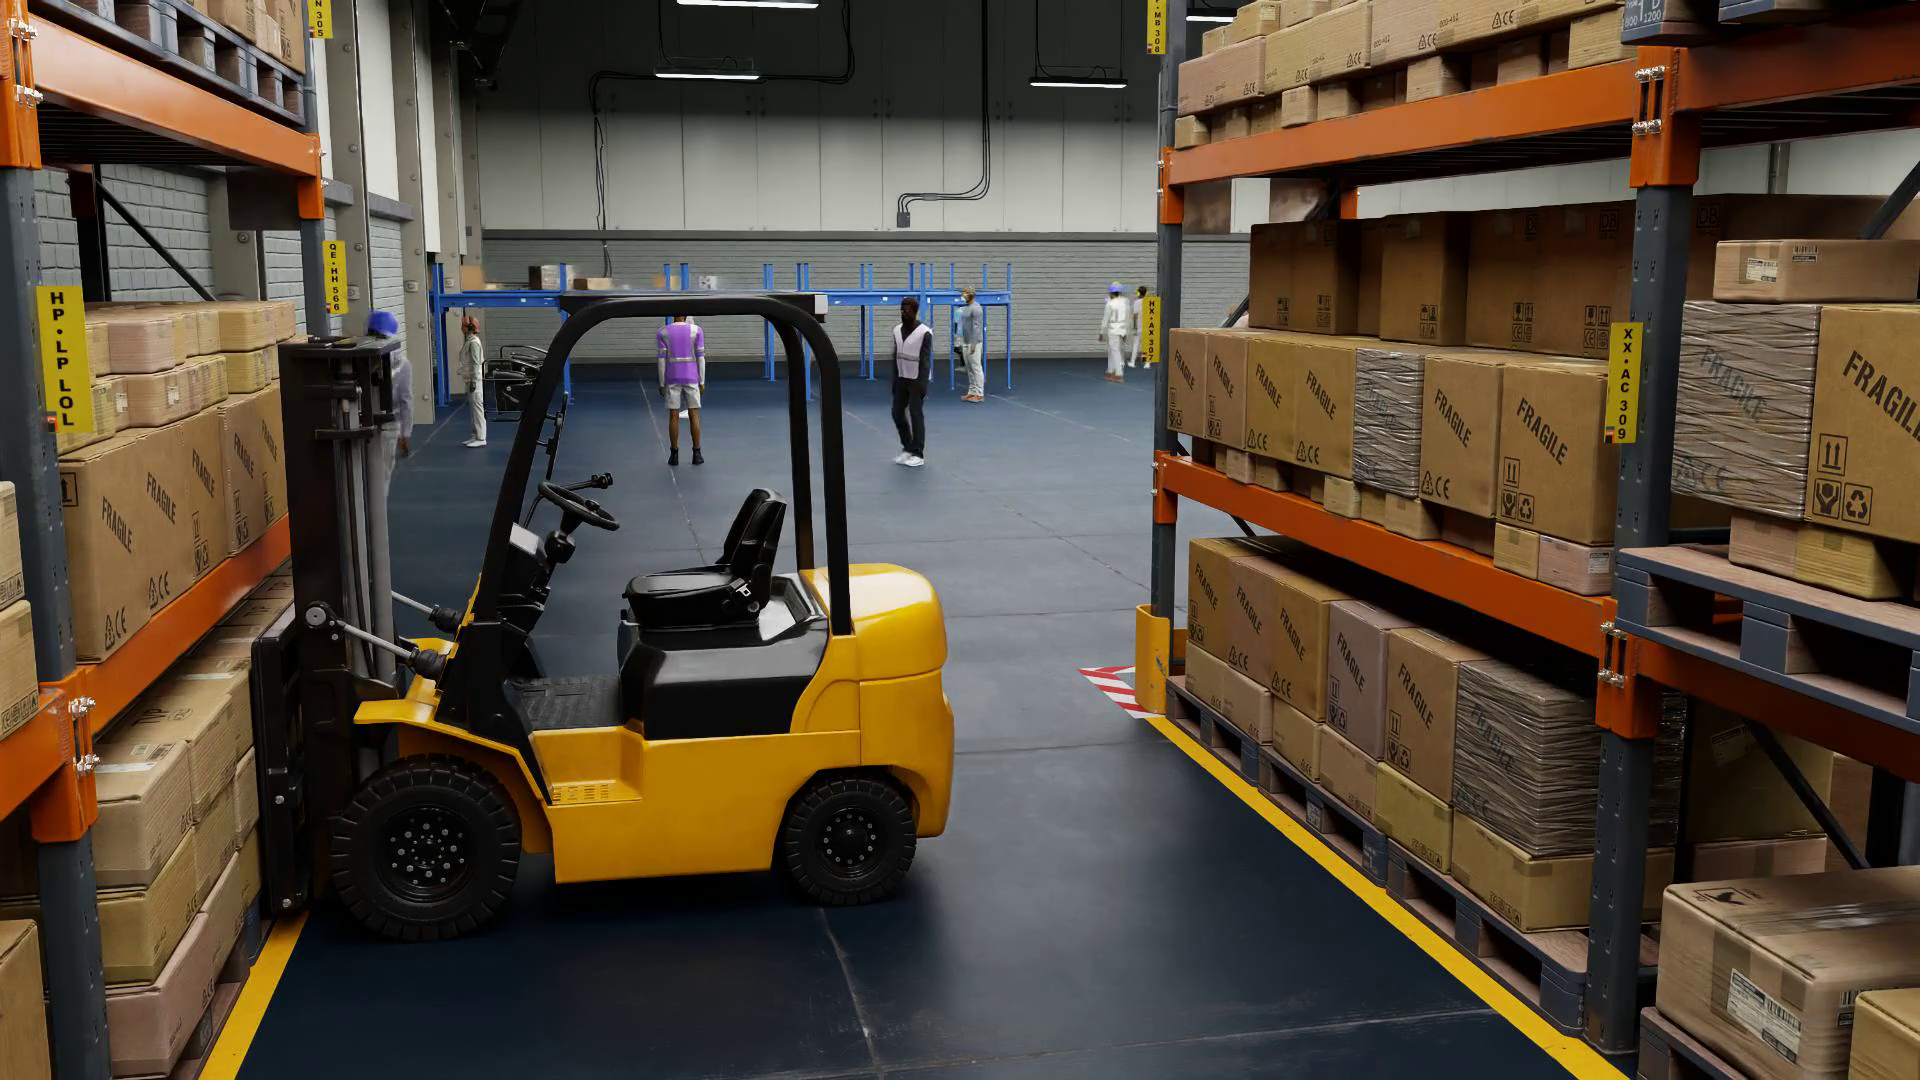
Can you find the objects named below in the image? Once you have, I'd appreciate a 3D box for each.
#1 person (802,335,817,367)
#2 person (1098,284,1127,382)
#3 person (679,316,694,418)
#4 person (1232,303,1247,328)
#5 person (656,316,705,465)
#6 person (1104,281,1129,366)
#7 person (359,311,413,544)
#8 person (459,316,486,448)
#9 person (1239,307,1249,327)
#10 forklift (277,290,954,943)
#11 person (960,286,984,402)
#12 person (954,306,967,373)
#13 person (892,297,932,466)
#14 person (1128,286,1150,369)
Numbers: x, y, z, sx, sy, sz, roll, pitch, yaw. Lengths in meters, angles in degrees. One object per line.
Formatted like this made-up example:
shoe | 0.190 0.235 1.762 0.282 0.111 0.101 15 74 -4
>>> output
person | -3.357 -4.643 37.125 0.567 1.622 0.521 4 10 25
person | 2.960 -4.096 32.890 0.793 1.921 0.610 7 12 37
person | -4.141 -2.775 25.023 0.323 1.864 0.515 -1 9 -7
person | 4.959 -3.364 29.350 0.750 1.601 0.531 -7 12 -37
person | -3.195 -1.837 19.088 0.543 1.927 0.375 -1 9 -8
person | 3.561 -4.933 37.969 0.589 1.924 0.383 -1 9 -4
person | -4.669 -0.854 13.189 0.681 1.895 0.394 -2 10 -12
person | -6.117 -1.990 20.895 0.307 1.641 0.514 -4 10 -23
person | 4.933 -3.255 28.214 0.525 1.772 0.308 -5 11 -28
forklift | -1.179 0.175 6.143 2.313 2.155 1.214 -2 10 -12
person | 0.191 -3.296 27.986 0.369 1.933 0.629 -4 10 -21
person | 0.059 -4.410 35.522 0.484 1.680 0.542 5 11 30
person | -0.542 -1.810 18.962 0.400 1.911 0.627 -8 12 -41
person | 4.062 -4.764 37.243 0.517 1.829 0.849 -2 10 -15
